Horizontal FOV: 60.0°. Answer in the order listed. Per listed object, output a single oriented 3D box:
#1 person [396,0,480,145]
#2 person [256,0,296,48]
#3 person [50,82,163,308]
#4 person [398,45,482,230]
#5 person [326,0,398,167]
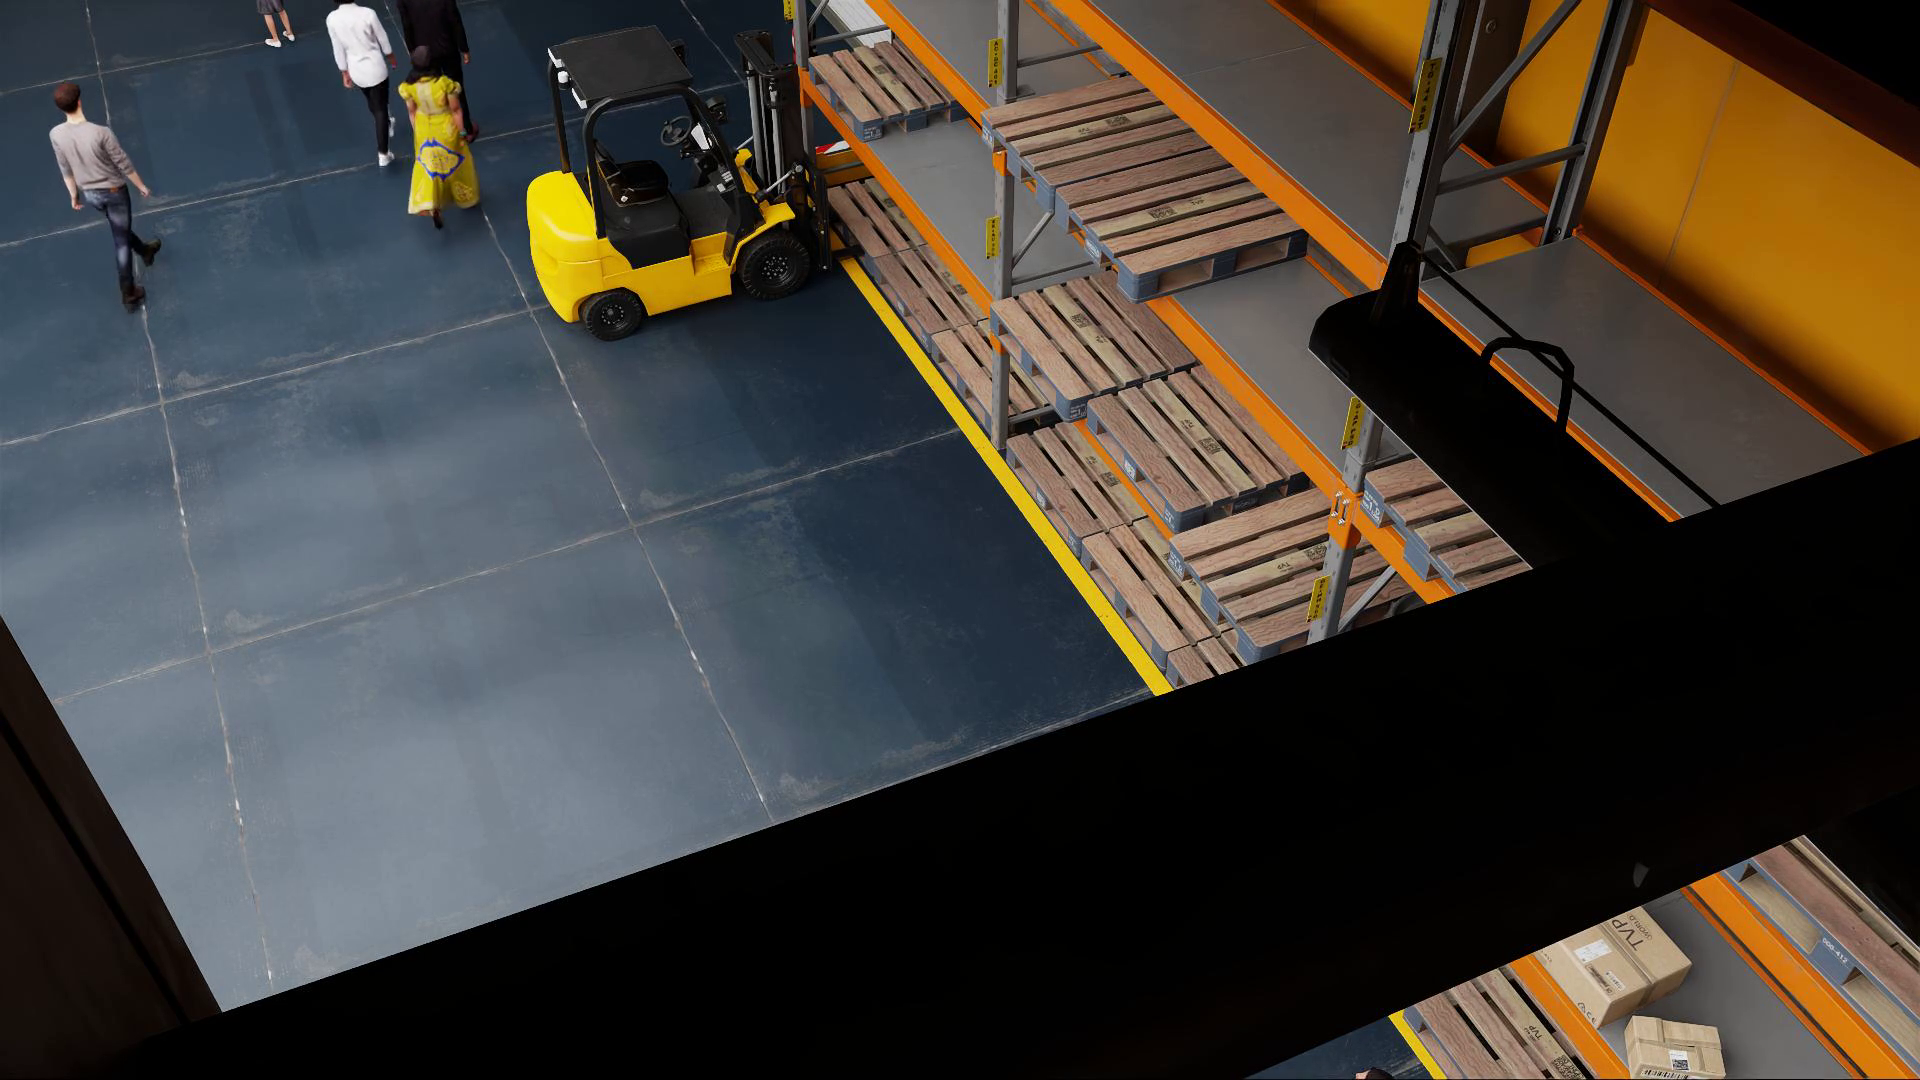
[{"bbox_3d":[-4.933,-4.623,15.676,0.751,1.881,0.638,-8,44,-8],"label":"person"},{"bbox_3d":[-7.254,-5.788,17.338,0.631,1.275,0.595,28,50,26],"label":"person"},{"bbox_3d":[-7.108,-2.813,13.796,1.065,1.854,1.308,1,44,1],"label":"person"},{"bbox_3d":[-4.617,-3.544,14.718,1.078,1.639,1.335,-4,44,-4],"label":"person"},{"bbox_3d":[-5.509,-4.338,15.461,0.918,1.763,1.247,-4,44,-4],"label":"person"}]
